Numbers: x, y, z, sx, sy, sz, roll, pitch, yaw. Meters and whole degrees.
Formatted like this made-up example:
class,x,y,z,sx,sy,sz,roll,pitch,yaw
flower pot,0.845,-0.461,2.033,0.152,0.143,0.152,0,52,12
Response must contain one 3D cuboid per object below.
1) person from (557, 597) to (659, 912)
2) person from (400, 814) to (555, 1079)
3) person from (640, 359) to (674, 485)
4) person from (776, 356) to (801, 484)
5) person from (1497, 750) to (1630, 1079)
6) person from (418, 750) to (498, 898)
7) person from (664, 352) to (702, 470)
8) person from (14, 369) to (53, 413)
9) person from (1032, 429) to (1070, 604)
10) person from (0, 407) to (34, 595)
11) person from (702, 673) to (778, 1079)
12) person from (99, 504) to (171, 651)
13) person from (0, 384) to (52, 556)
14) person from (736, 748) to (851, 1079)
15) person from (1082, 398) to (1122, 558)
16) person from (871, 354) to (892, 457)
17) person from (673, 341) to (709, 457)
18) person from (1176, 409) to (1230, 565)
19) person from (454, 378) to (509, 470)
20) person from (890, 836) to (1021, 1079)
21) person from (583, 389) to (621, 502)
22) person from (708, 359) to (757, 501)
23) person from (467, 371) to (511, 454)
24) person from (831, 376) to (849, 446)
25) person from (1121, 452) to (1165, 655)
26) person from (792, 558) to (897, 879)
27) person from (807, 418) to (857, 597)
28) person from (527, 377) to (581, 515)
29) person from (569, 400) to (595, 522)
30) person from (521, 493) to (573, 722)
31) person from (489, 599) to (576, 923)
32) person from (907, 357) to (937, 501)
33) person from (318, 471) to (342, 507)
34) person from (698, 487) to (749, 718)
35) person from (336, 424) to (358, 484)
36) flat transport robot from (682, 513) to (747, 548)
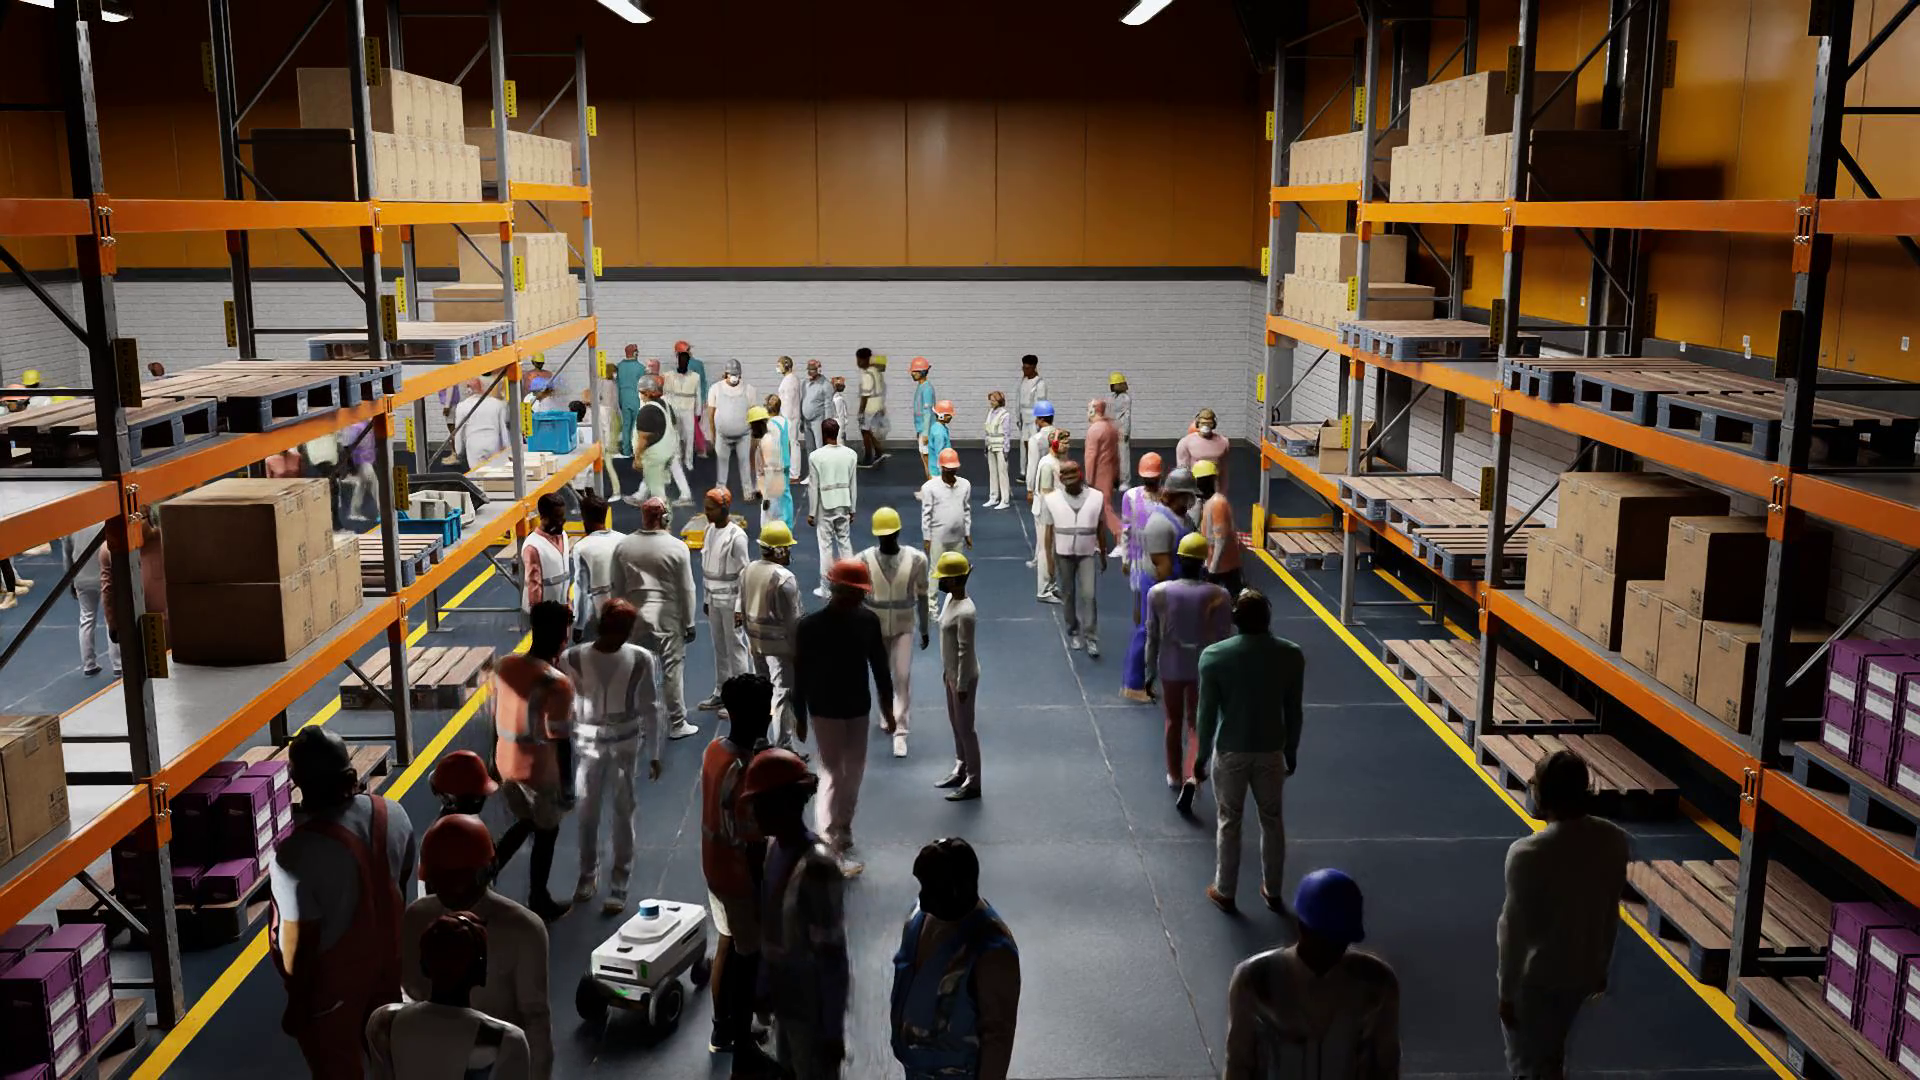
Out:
class,x,y,z,sx,sy,sz,roll,pitch,yaw
person,-2.088,1.265,9.799,0.627,1.857,0.480,-2,12,-12
person,-1.766,1.936,6.078,0.615,1.984,0.408,4,12,17
person,-4.533,-1.738,24.689,0.409,1.905,0.651,8,14,34
person,-2.552,-1.800,24.943,0.365,1.933,0.629,0,11,1
person,2.503,1.811,6.870,0.639,1.916,0.779,-6,13,-27
person,-2.226,1.776,7.484,0.378,1.743,0.571,0,11,-1
person,-4.412,-2.064,26.433,0.607,1.879,0.709,-2,11,-8
person,-12.725,-1.403,22.978,0.616,1.919,0.389,-2,11,-11
person,0.959,-0.254,17.427,0.393,1.836,0.560,3,12,16
person,-10.213,-0.432,17.799,0.535,2.000,0.684,-6,13,-26
person,-1.028,1.582,7.910,0.374,1.958,0.606,-6,13,-26
person,-6.325,0.608,12.958,0.636,1.900,0.399,-4,12,-19
person,-11.117,-0.834,19.806,0.380,2.045,0.605,-8,14,-33
person,-0.615,1.836,6.573,0.375,1.997,0.781,-5,12,-25
person,1.771,-0.746,19.839,0.702,1.871,0.663,5,12,24
person,-1.293,-2.188,27.392,0.355,1.729,0.523,-2,11,-8
person,-4.522,-2.346,27.702,0.910,1.925,0.626,8,14,34
person,2.678,-0.489,18.342,0.635,1.936,0.354,-3,12,-17
person,-6.421,-1.243,22.286,0.722,1.868,0.727,-7,13,-32
person,-0.043,1.981,6.211,0.429,1.840,0.624,-7,13,-31
person,-5.060,-1.334,23.417,0.541,1.601,0.394,9,14,38
person,-3.188,-1.548,23.395,0.681,2.000,0.535,-2,11,-10
person,-7.216,-1.912,25.545,0.627,1.917,0.411,-5,12,-24
person,-1.818,-1.613,24.730,0.308,1.641,0.517,-5,12,-23
person,1.734,0.150,15.185,0.546,1.925,0.391,3,12,13
person,-0.720,1.082,10.503,0.631,1.943,0.787,-8,14,-35
person,-1.343,-0.339,17.677,0.584,1.911,0.391,-9,14,-37
person,-5.461,-1.240,22.253,1.007,1.888,0.628,-4,12,-18
person,-4.819,-0.932,21.174,0.317,1.696,0.540,3,12,15
person,-3.244,0.576,13.146,0.405,1.885,0.597,2,12,11
person,-2.447,1.292,9.412,0.668,1.935,0.633,9,14,38
person,-0.533,-1.573,23.555,0.421,2.033,0.608,-2,11,-8
person,-8.720,-1.258,22.724,0.321,1.737,0.488,0,11,1
person,-1.916,0.501,13.510,0.340,1.883,0.585,-9,14,-37
person,-9.172,-1.694,24.990,0.322,1.697,0.533,4,12,18
flat transport robot,-3.061,-0.121,20.691,0.652,0.197,1.431,0,11,-1
